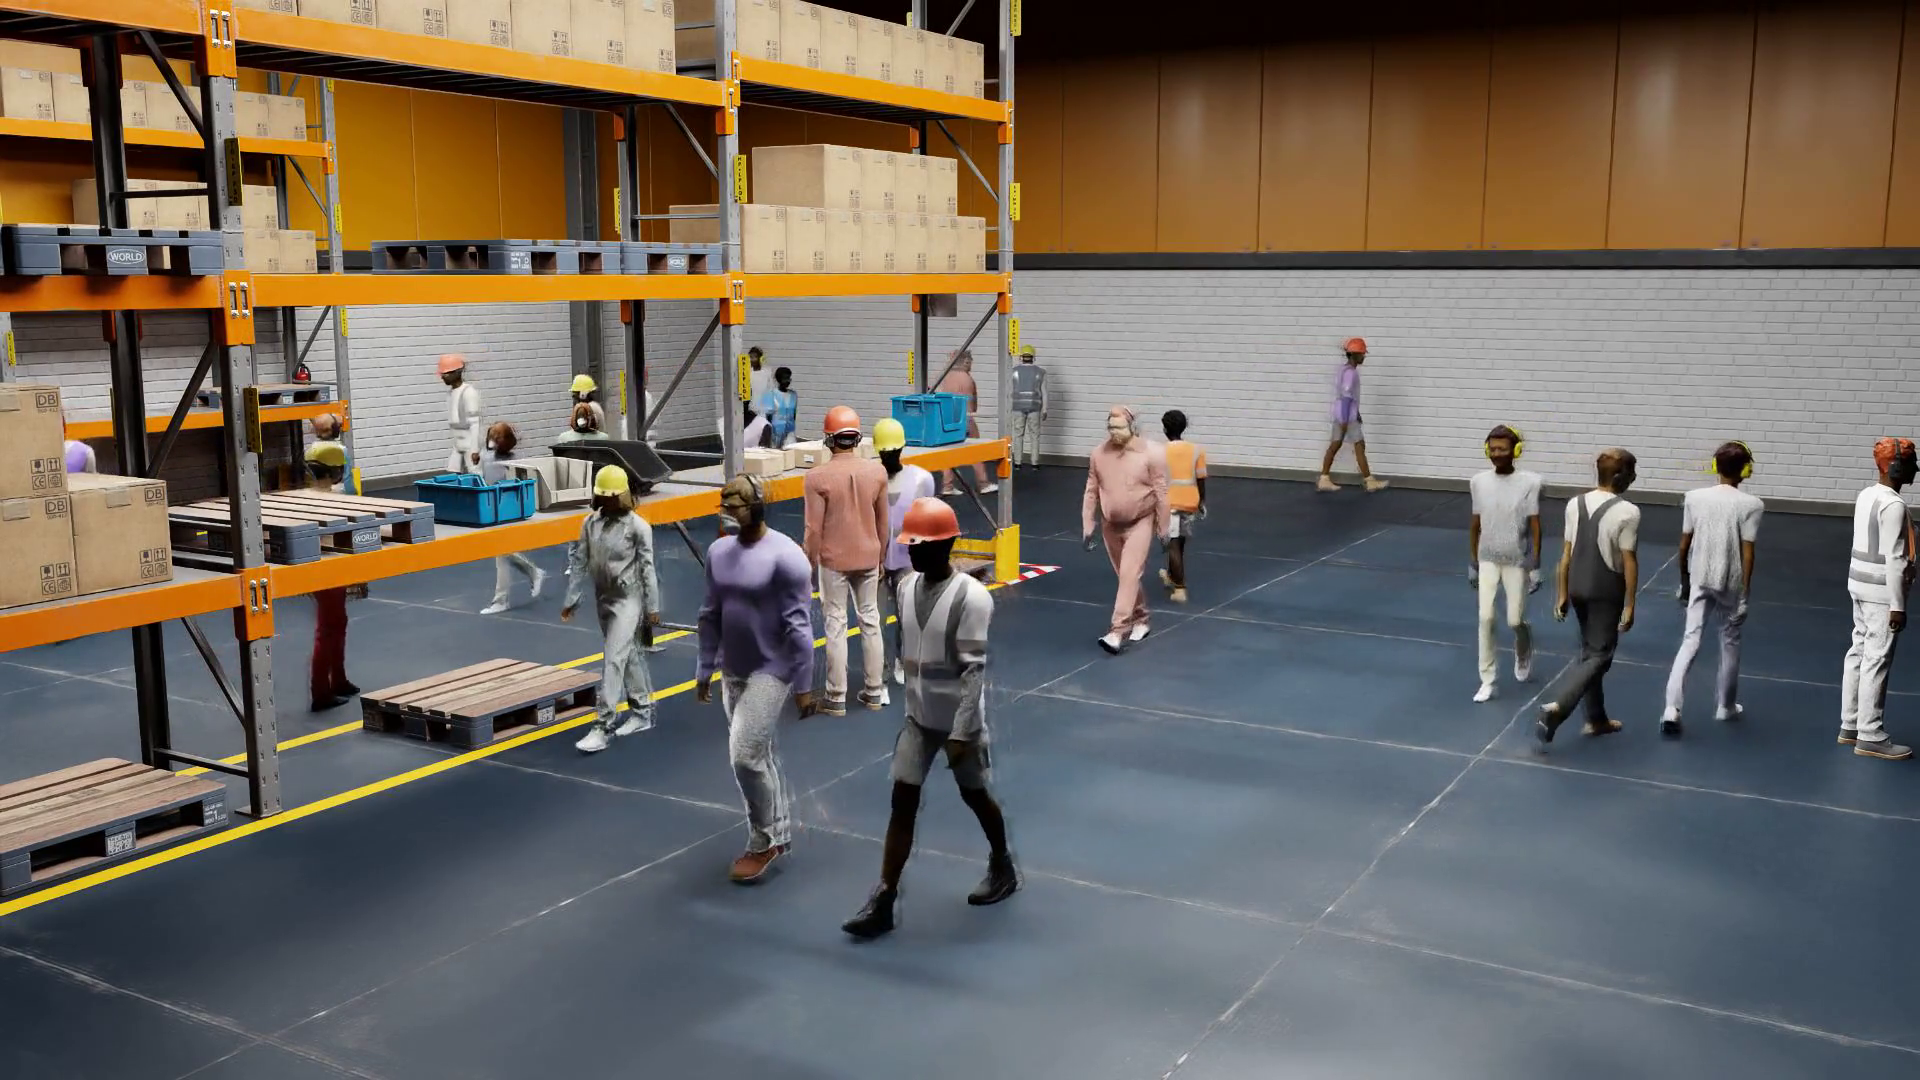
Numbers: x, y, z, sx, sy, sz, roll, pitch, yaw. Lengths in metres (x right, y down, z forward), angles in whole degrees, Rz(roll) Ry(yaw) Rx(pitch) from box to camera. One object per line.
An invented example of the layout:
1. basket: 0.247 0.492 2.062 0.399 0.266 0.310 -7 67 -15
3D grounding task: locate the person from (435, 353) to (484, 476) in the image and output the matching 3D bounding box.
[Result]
1. person: -5.368 -1.069 18.337 0.811 1.995 0.684 -9 13 -44

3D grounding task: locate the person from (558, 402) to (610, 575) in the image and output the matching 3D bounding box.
1. person: -3.539 -0.483 15.694 0.500 1.636 0.282 -1 9 -5

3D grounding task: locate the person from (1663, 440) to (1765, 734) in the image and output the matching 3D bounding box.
1. person: 4.668 0.290 10.322 0.524 1.822 0.986 8 12 41

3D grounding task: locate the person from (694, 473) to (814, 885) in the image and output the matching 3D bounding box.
1. person: -1.015 0.650 7.752 0.649 1.917 0.614 8 12 42

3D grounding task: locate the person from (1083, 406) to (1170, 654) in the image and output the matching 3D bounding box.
1. person: 1.230 -0.086 12.570 0.656 1.842 1.034 6 11 33

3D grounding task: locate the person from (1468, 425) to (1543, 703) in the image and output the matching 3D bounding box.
1. person: 3.664 0.142 11.131 0.534 1.856 0.678 6 11 34

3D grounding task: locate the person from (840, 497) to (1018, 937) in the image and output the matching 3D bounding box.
1. person: -0.092 0.748 7.257 0.550 1.891 0.992 7 12 39

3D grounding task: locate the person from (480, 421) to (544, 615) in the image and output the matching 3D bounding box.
1. person: -3.809 -0.211 14.056 0.506 1.614 0.679 7 12 38

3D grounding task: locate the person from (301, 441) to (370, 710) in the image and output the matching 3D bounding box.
1. person: -4.082 0.221 10.925 0.557 1.743 0.621 6 11 32

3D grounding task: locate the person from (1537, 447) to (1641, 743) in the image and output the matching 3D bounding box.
1. person: 3.776 0.350 9.974 0.809 1.818 0.526 -5 11 -30

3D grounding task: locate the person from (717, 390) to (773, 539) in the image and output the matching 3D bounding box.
1. person: -1.952 -0.452 14.716 0.642 1.889 0.766 6 11 32

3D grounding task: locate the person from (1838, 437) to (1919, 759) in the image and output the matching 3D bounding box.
1. person: 5.445 0.336 9.818 0.355 1.883 0.575 2 9 10

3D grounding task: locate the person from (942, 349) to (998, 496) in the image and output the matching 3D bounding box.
1. person: 0.125 -1.505 21.339 0.828 1.876 0.652 -6 11 -35

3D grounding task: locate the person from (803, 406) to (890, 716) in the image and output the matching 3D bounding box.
1. person: -0.740 0.135 10.719 0.610 1.996 0.386 -5 11 -30

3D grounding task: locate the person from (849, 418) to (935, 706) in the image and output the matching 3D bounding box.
1. person: -0.463 0.127 11.030 0.606 1.908 0.587 -1 9 -5

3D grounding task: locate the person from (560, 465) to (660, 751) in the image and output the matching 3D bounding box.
1. person: -2.125 0.403 9.954 0.504 1.700 0.851 6 11 33

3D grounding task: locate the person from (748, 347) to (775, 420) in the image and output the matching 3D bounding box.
1. person: -2.843 -1.771 23.187 0.542 1.814 0.990 4 10 23

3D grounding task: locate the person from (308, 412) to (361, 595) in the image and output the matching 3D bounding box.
1. person: -5.480 -0.313 14.645 0.537 1.633 0.397 7 12 38

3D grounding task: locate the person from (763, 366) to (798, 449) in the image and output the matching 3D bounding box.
1. person: -2.354 -1.429 21.515 0.520 1.660 0.846 -6 11 -35

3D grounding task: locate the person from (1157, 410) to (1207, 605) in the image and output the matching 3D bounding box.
1. person: 1.834 -0.307 14.517 0.550 1.645 0.875 -3 10 -17

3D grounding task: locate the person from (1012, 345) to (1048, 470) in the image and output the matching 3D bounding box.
1. person: 0.959 -1.903 24.007 0.601 1.815 0.423 0 9 2

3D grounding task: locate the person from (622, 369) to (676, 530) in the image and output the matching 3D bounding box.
1. person: -3.460 -1.010 18.367 0.893 1.849 0.593 2 9 12

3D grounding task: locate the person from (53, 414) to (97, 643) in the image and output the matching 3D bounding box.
1. person: -7.012 -0.115 12.844 0.582 1.805 0.876 1 9 5

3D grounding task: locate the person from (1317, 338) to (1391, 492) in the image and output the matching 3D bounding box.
1. person: 5.138 -1.611 21.588 0.996 1.992 0.635 0 9 2

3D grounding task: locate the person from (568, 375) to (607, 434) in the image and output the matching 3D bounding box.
1. person: -3.905 -0.834 17.442 0.927 1.789 0.597 -1 9 -9
